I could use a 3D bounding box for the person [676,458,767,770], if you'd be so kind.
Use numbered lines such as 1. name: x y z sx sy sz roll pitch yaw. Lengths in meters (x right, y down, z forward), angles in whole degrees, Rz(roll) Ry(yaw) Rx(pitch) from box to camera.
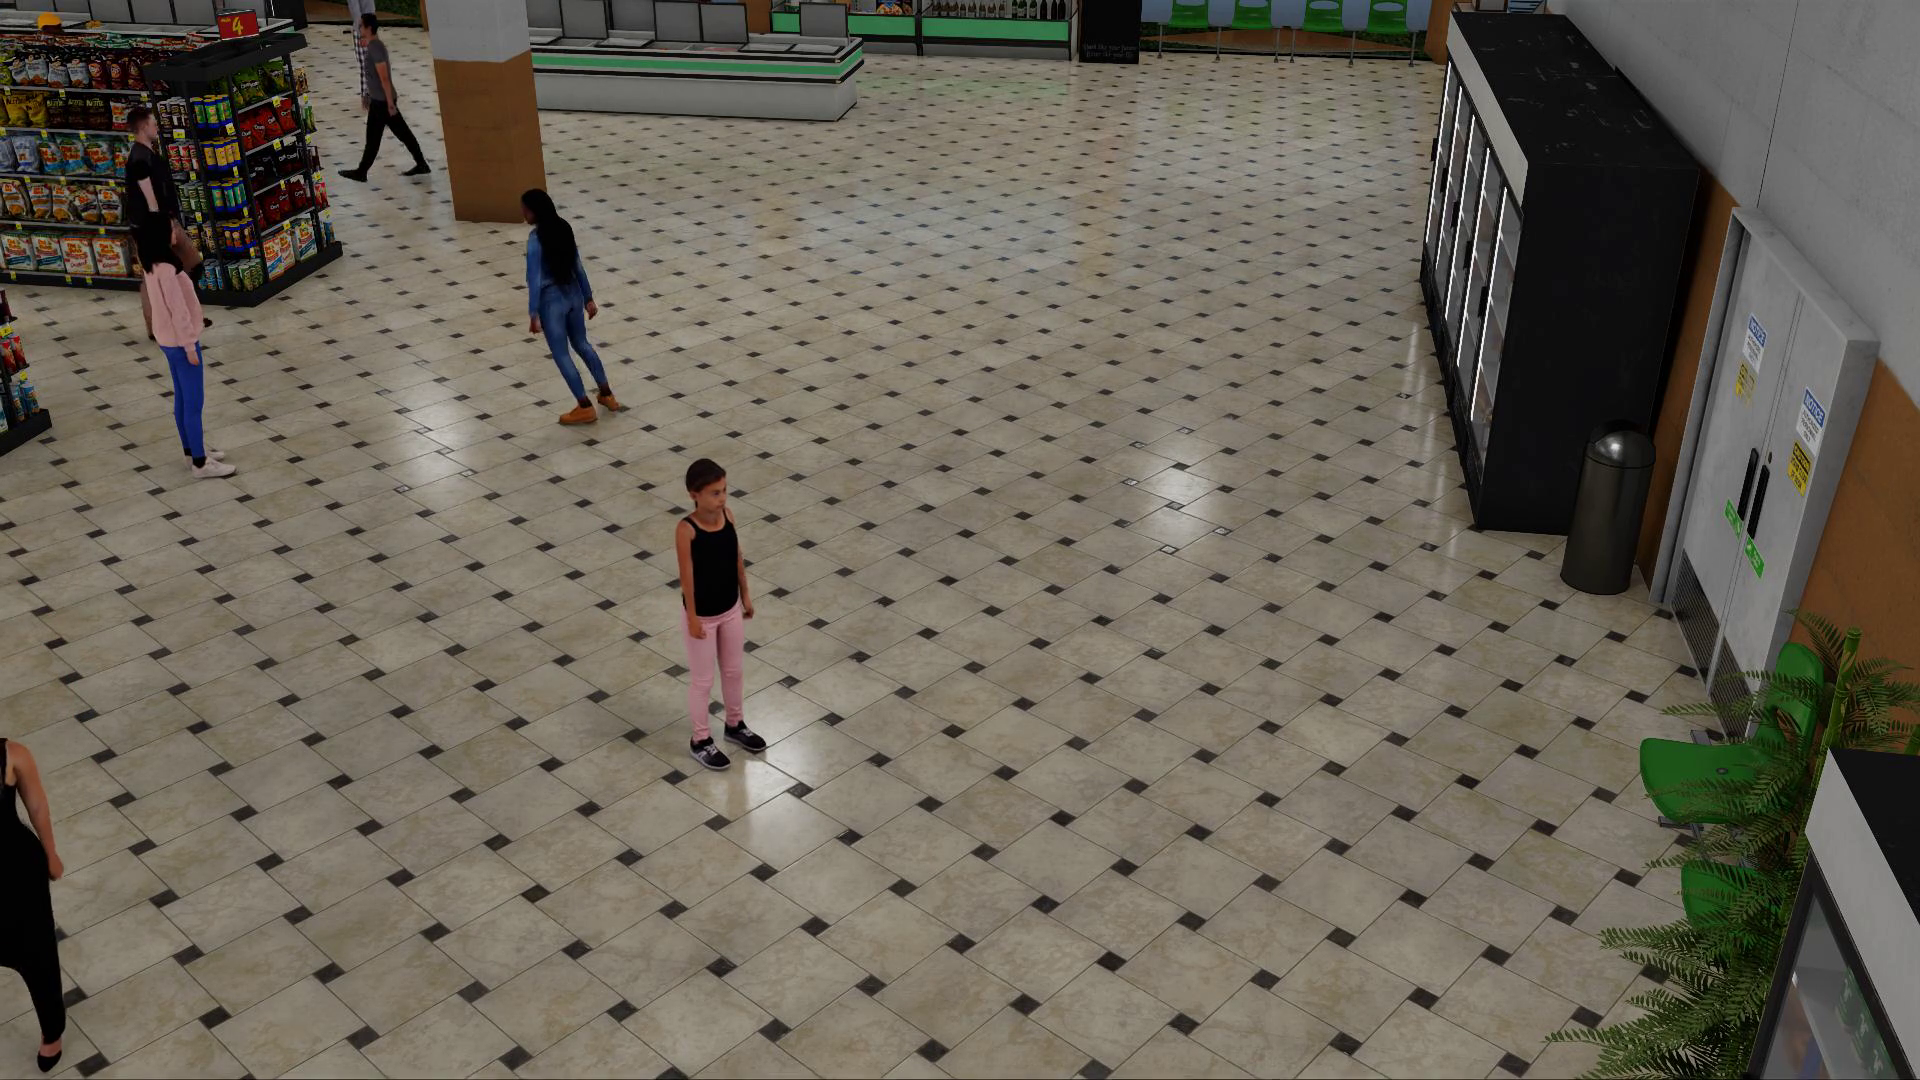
1. person: -1.180 0.336 7.844 0.653 1.565 0.613 22 34 37

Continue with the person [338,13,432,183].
1. person: -5.959 -4.607 17.438 1.247 1.704 0.994 -8 28 -16

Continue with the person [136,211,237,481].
1. person: -5.063 -1.266 10.779 0.777 1.768 0.716 -18 32 -31

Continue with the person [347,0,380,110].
1. person: -7.381 -6.305 20.626 0.576 1.847 0.662 1 27 1

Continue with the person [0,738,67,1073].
1. person: -3.556 1.182 6.154 0.912 1.584 0.886 -9 28 -18

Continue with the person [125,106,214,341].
1. person: -6.433 -2.474 13.105 0.833 1.819 0.840 -3 27 -5

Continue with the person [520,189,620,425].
1. person: -2.703 -1.604 11.539 0.733 1.682 0.823 20 33 33
